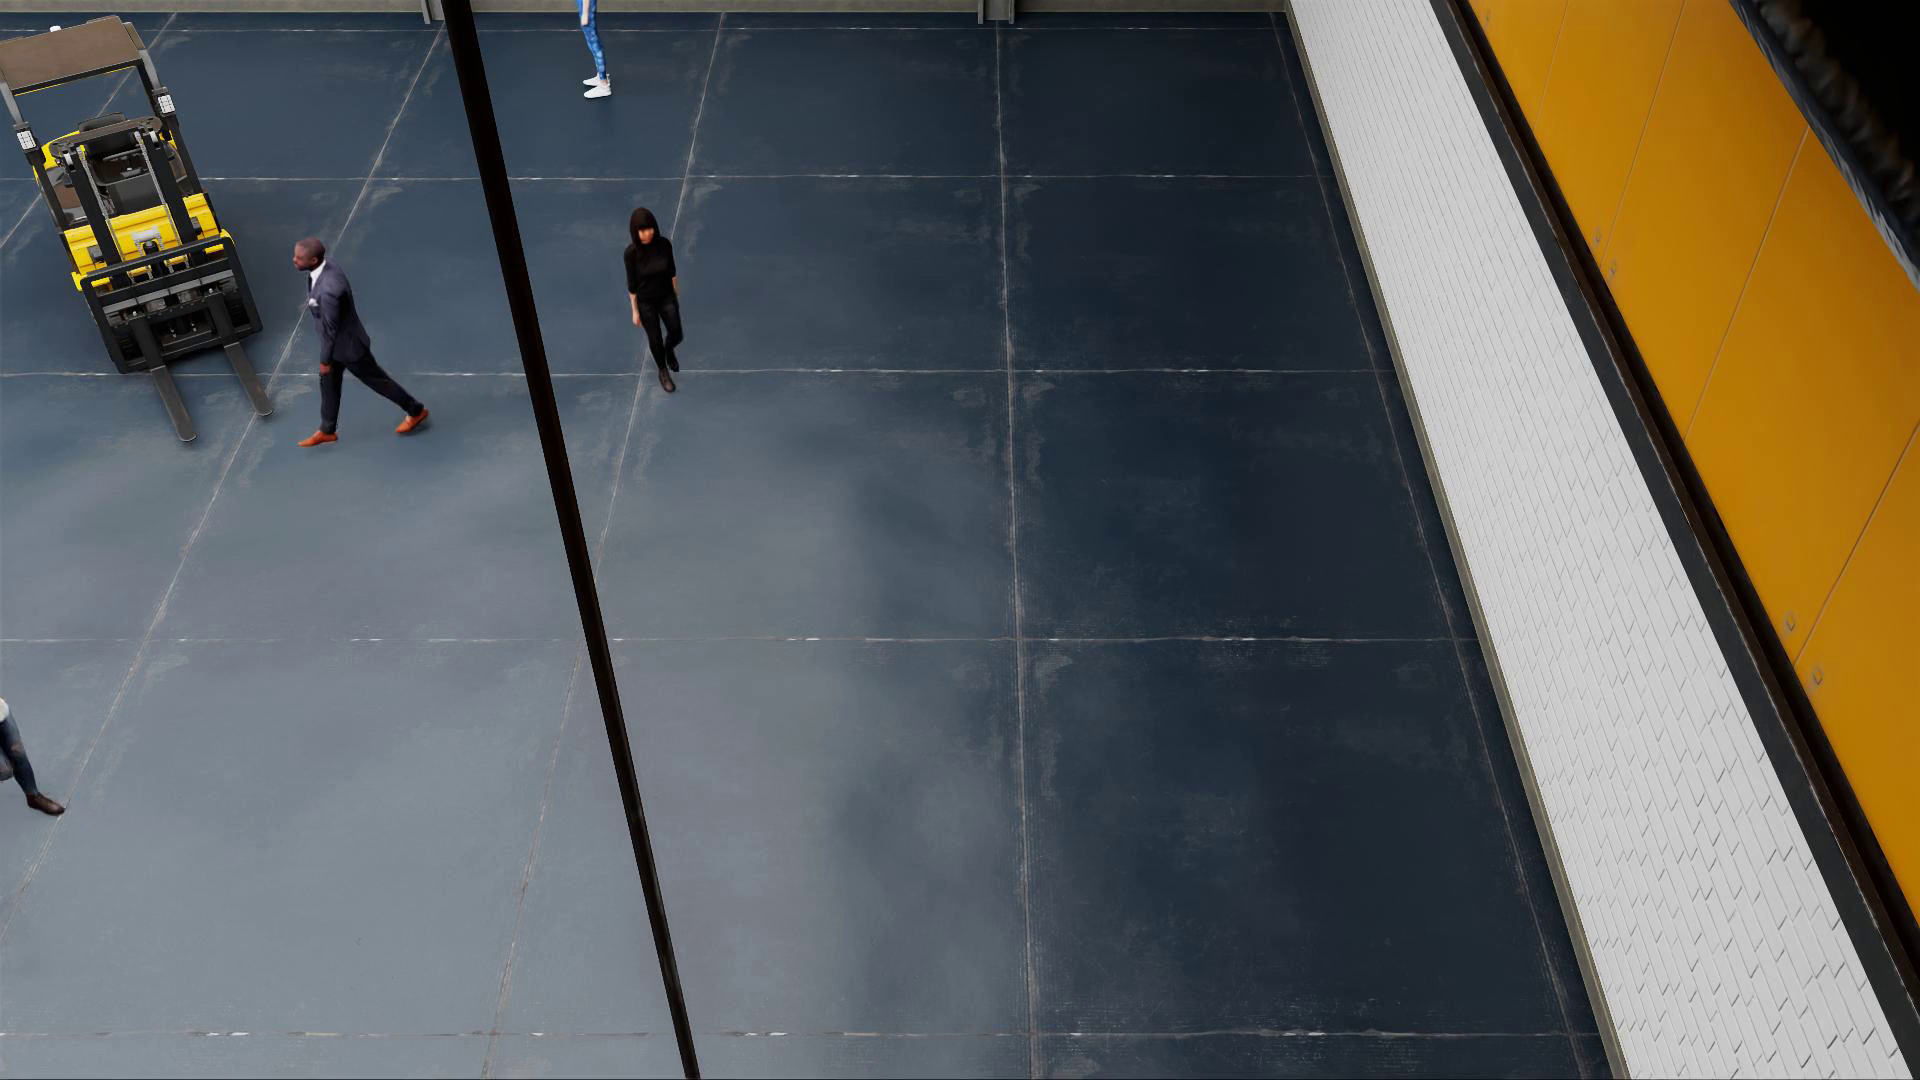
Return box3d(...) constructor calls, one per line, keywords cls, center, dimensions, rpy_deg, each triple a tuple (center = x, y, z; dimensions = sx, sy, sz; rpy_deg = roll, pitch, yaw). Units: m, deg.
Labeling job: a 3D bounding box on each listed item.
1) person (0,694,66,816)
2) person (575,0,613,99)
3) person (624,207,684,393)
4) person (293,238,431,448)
box3d(cls="person", center=(-5.849, 1.083, 9.826), dimensions=(0.841, 1.640, 0.698), rpy_deg=(6, 44, 7))
box3d(cls="person", center=(-3.666, -5.231, 16.348), dimensions=(0.634, 1.785, 0.607), rpy_deg=(-7, 44, -7))
box3d(cls="person", center=(-2.405, -1.908, 12.973), dimensions=(0.699, 1.630, 0.759), rpy_deg=(-19, 47, -19))
box3d(cls="person", center=(-4.490, -1.460, 12.392), dimensions=(1.321, 1.783, 1.069), rpy_deg=(-20, 47, -19))
